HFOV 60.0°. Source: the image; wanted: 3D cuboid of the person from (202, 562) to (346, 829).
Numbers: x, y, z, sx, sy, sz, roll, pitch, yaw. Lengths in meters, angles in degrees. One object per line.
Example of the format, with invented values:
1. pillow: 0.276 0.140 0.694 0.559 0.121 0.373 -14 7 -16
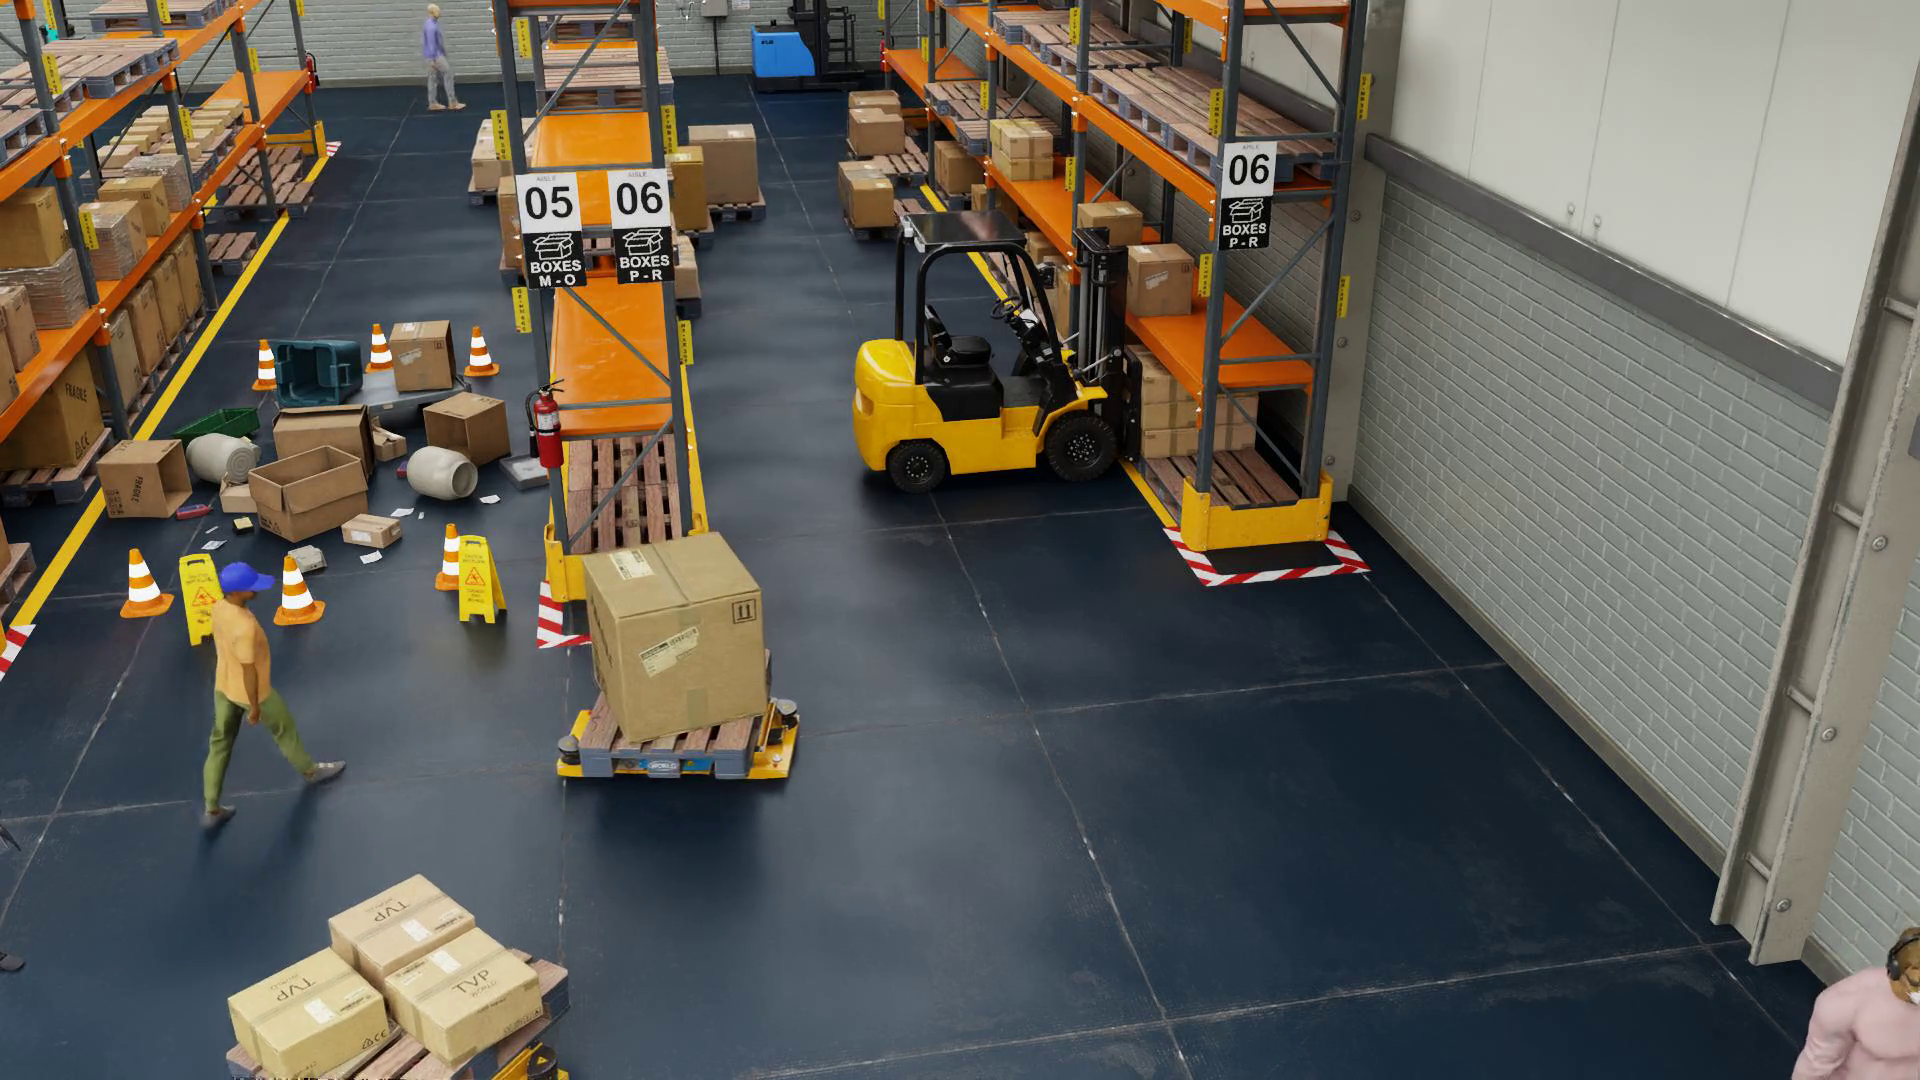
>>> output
1. person: -4.185 0.857 9.722 0.527 1.658 0.900 16 30 30

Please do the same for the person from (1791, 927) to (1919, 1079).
1. person: 3.593 2.220 6.617 0.650 1.910 0.593 0 26 0

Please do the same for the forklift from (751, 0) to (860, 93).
1. forklift: -2.872 -9.679 30.288 1.873 2.768 1.129 -5 26 -10

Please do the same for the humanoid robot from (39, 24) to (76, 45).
1. humanoid robot: -15.155 -8.066 28.243 0.552 1.770 0.800 -8 27 -15

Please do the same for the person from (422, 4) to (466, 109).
1. person: -8.959 -8.356 28.786 0.754 1.770 0.624 -8 27 -17

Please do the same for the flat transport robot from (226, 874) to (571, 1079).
1. flat transport robot: -2.646 2.492 7.938 1.431 0.231 0.659 13 29 26

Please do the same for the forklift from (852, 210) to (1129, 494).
1. forklift: 0.216 -1.659 14.366 2.313 2.155 1.214 -5 26 -10

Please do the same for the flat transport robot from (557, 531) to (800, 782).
1. flat transport robot: -1.765 1.252 10.522 1.431 0.231 0.659 1 26 1

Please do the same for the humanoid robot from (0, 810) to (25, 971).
1. humanoid robot: -5.058 1.526 8.308 0.315 1.657 0.599 14 29 26
